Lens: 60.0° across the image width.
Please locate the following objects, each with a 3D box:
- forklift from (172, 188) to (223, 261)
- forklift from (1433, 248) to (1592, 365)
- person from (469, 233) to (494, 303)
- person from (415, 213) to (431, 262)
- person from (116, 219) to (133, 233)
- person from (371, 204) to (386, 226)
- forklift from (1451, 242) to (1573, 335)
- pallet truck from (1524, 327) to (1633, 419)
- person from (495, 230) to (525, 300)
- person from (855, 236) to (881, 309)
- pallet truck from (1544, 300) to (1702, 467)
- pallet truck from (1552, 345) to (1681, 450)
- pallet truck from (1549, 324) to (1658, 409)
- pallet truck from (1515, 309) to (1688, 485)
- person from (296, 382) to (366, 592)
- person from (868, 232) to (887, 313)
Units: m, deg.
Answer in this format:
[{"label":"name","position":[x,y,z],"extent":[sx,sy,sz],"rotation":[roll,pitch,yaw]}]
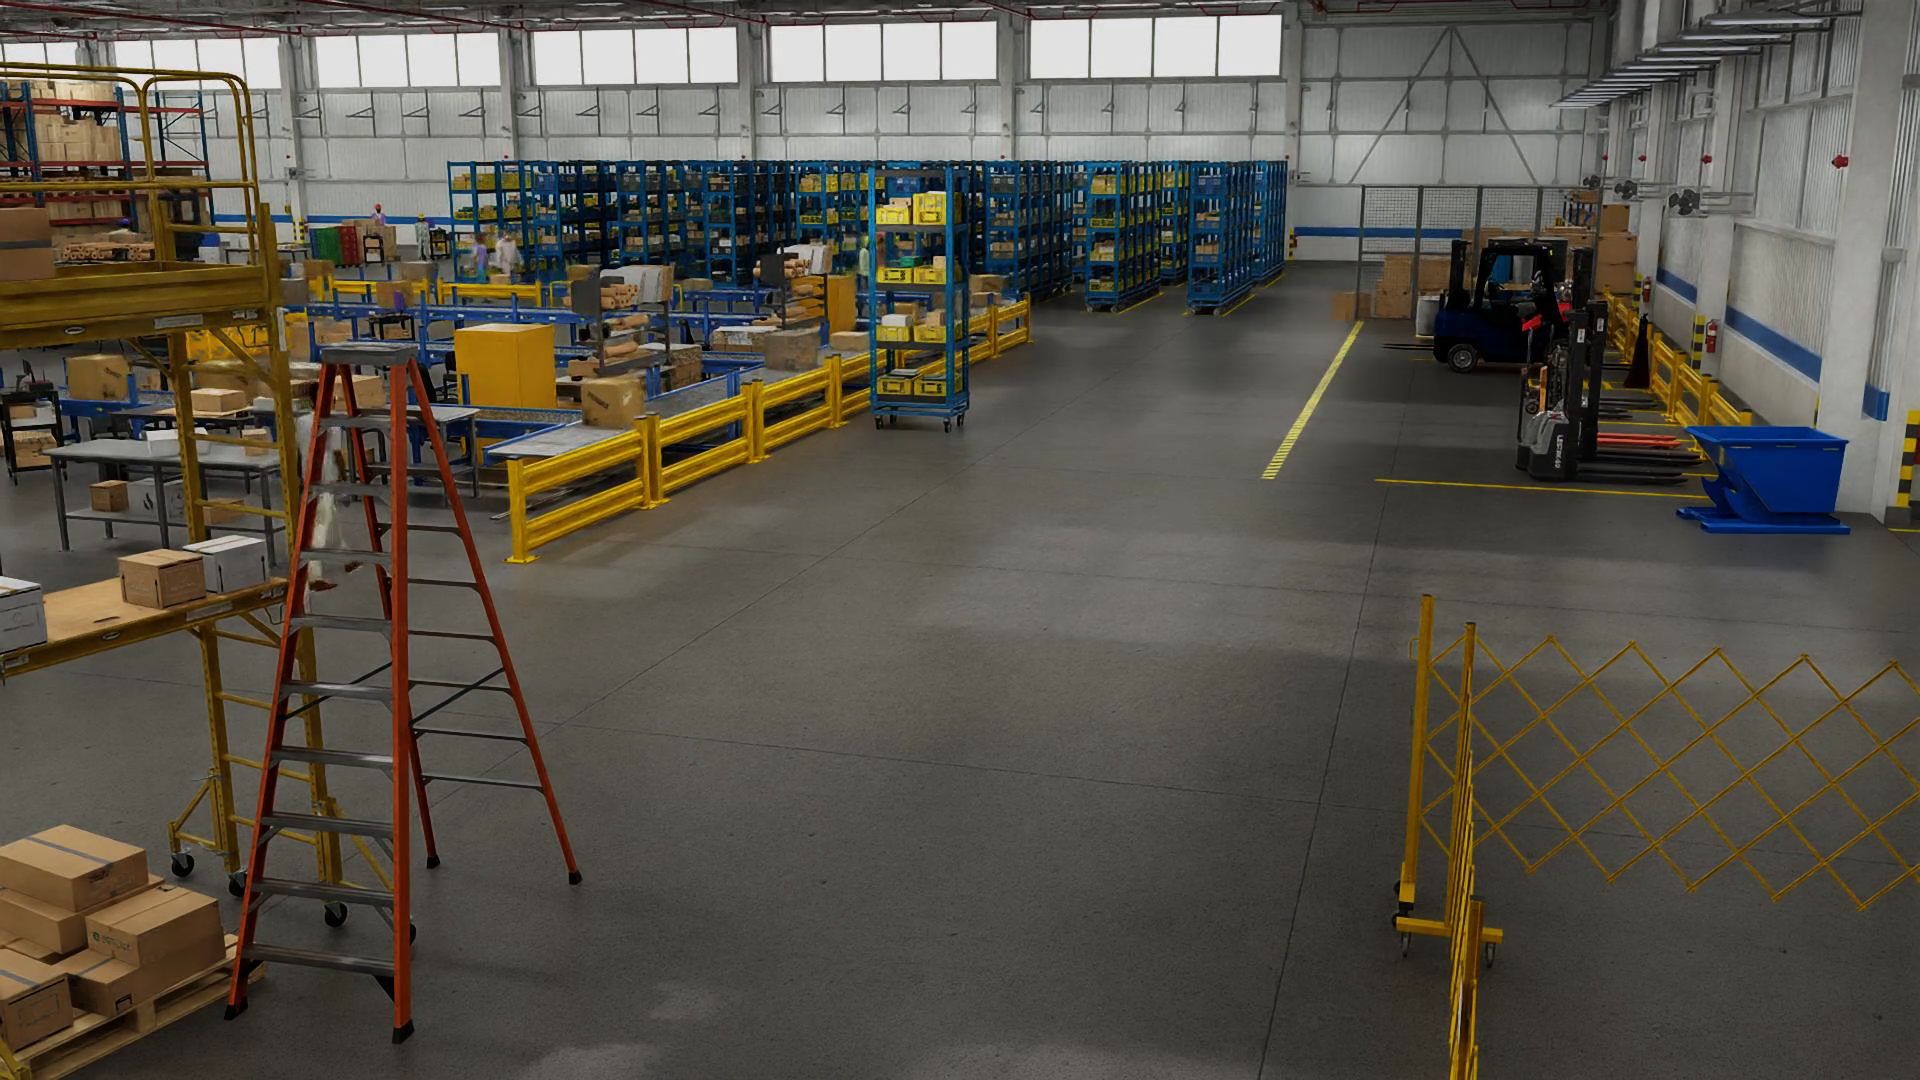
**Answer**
[{"label":"forklift","position":[-26.856,-11.027,57.906],"extent":[1.129,2.768,1.873],"rotation":[4,14,16]},{"label":"forklift","position":[9.780,-4.111,29.280],"extent":[2.680,1.987,1.157],"rotation":[3,13,14]},{"label":"person","position":[-12.444,-7.027,42.951],"extent":[0.742,1.815,0.576],"rotation":[1,13,4]},{"label":"person","position":[-19.126,-10.749,59.211],"extent":[0.485,1.734,0.348],"rotation":[-8,15,-29]},{"label":"person","position":[-24.970,-8.651,49.768],"extent":[0.602,1.913,0.942],"rotation":[2,13,8]},{"label":"person","position":[-22.249,-11.906,63.756],"extent":[0.544,1.939,0.355],"rotation":[-9,16,-35]},{"label":"forklift","position":[10.464,-4.597,31.405],"extent":[2.680,1.987,1.157],"rotation":[4,14,16]},{"label":"pallet truck","position":[9.065,-2.460,24.370],"extent":[1.522,1.261,0.704],"rotation":[3,13,14]},{"label":"person","position":[-11.835,-7.228,43.762],"extent":[1.022,1.833,0.653],"rotation":[6,14,26]},{"label":"person","position":[-2.233,-6.627,41.284],"extent":[0.933,1.777,0.622],"rotation":[7,15,27]},{"label":"pallet truck","position":[8.263,-1.952,20.631],"extent":[1.885,1.965,0.823],"rotation":[5,14,20]},{"label":"pallet truck","position":[8.641,-1.896,21.908],"extent":[1.630,1.274,0.653],"rotation":[4,14,16]},{"label":"pallet truck","position":[9.824,-2.669,25.407],"extent":[1.601,1.201,0.680],"rotation":[4,14,16]},{"label":"pallet truck","position":[7.554,-1.677,19.446],"extent":[1.885,1.965,0.823],"rotation":[3,13,14]},{"label":"person","position":[-5.605,-0.503,14.796],"extent":[0.598,1.805,0.997],"rotation":[7,15,27]},{"label":"person","position":[-1.976,-6.447,40.097],"extent":[0.660,1.969,0.639],"rotation":[7,15,26]}]
